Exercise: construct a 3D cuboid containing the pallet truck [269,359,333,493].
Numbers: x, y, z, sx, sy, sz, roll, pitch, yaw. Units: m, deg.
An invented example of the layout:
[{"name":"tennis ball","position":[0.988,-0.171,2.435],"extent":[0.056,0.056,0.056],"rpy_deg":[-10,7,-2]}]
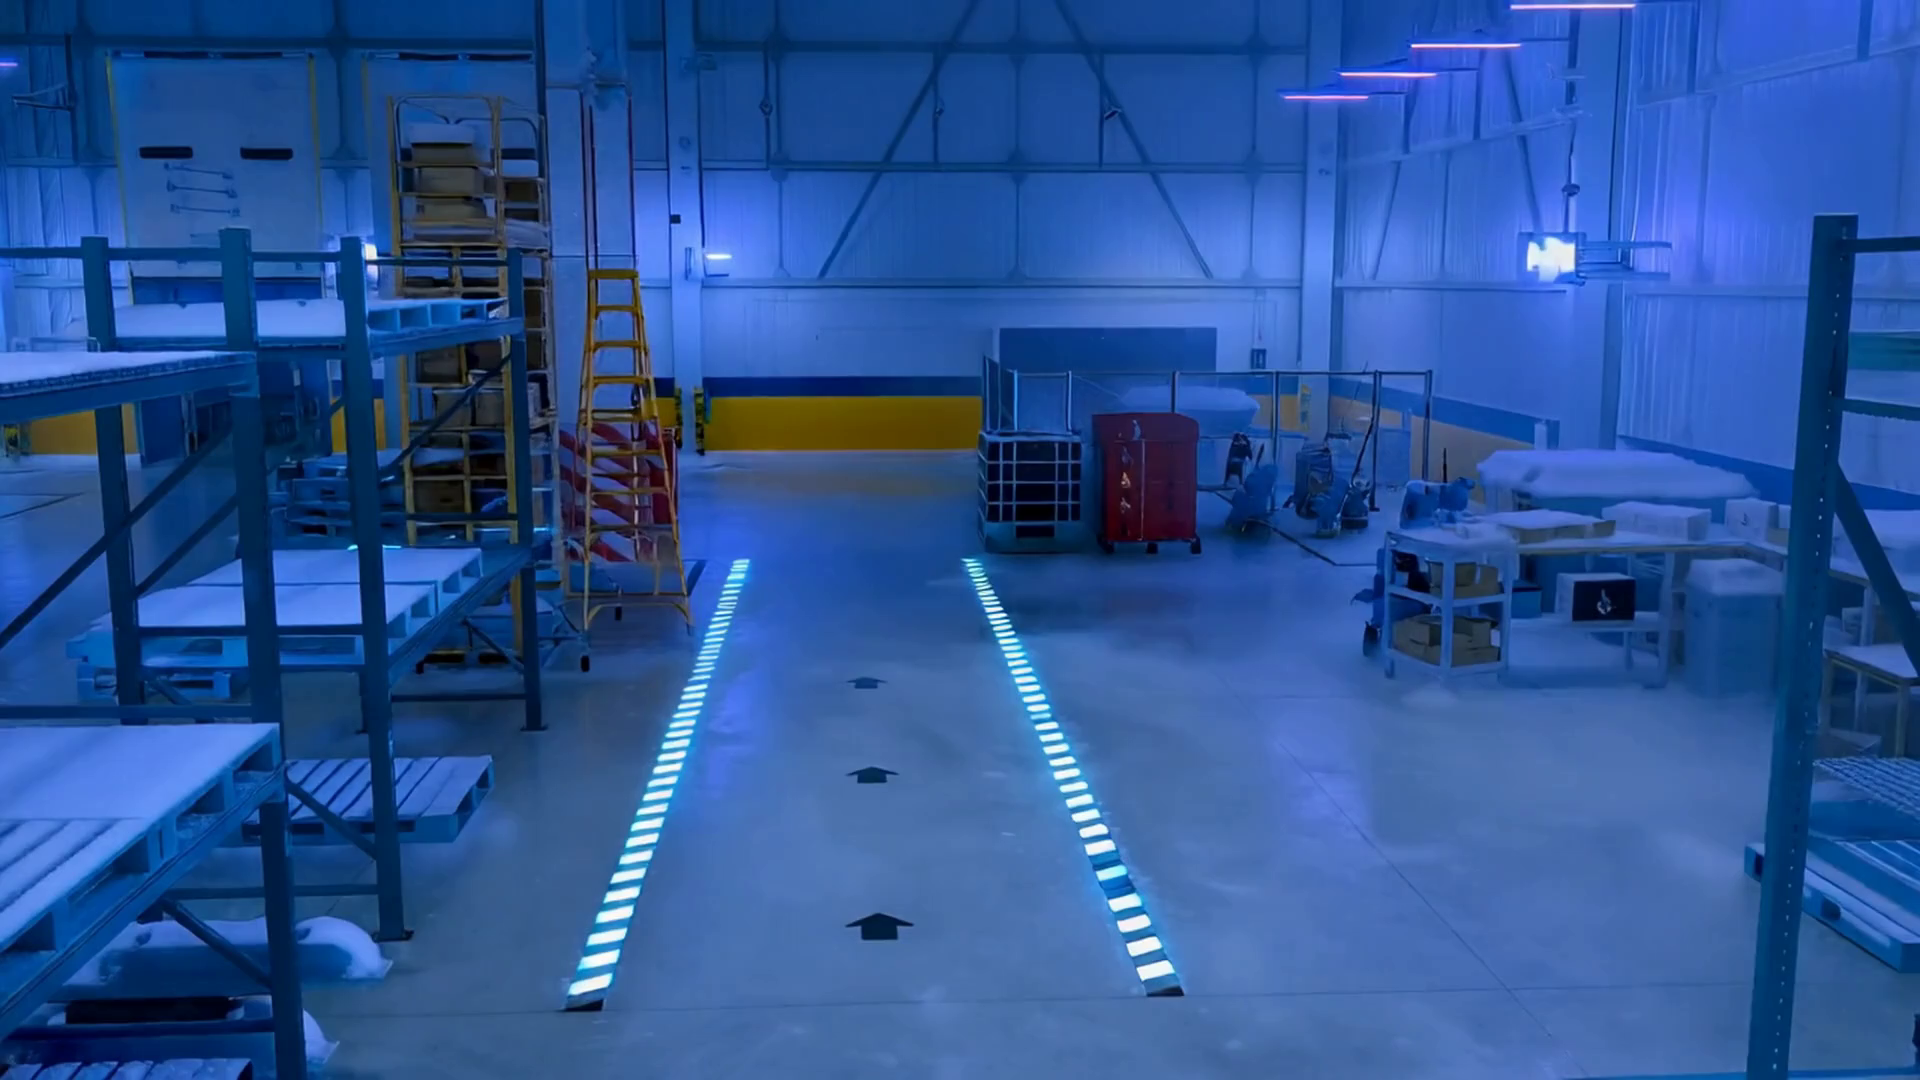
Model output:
[{"name":"pallet truck","position":[-7.062,-1.131,18.996],"extent":[1.885,1.965,0.823],"rpy_deg":[2,9,13]}]
